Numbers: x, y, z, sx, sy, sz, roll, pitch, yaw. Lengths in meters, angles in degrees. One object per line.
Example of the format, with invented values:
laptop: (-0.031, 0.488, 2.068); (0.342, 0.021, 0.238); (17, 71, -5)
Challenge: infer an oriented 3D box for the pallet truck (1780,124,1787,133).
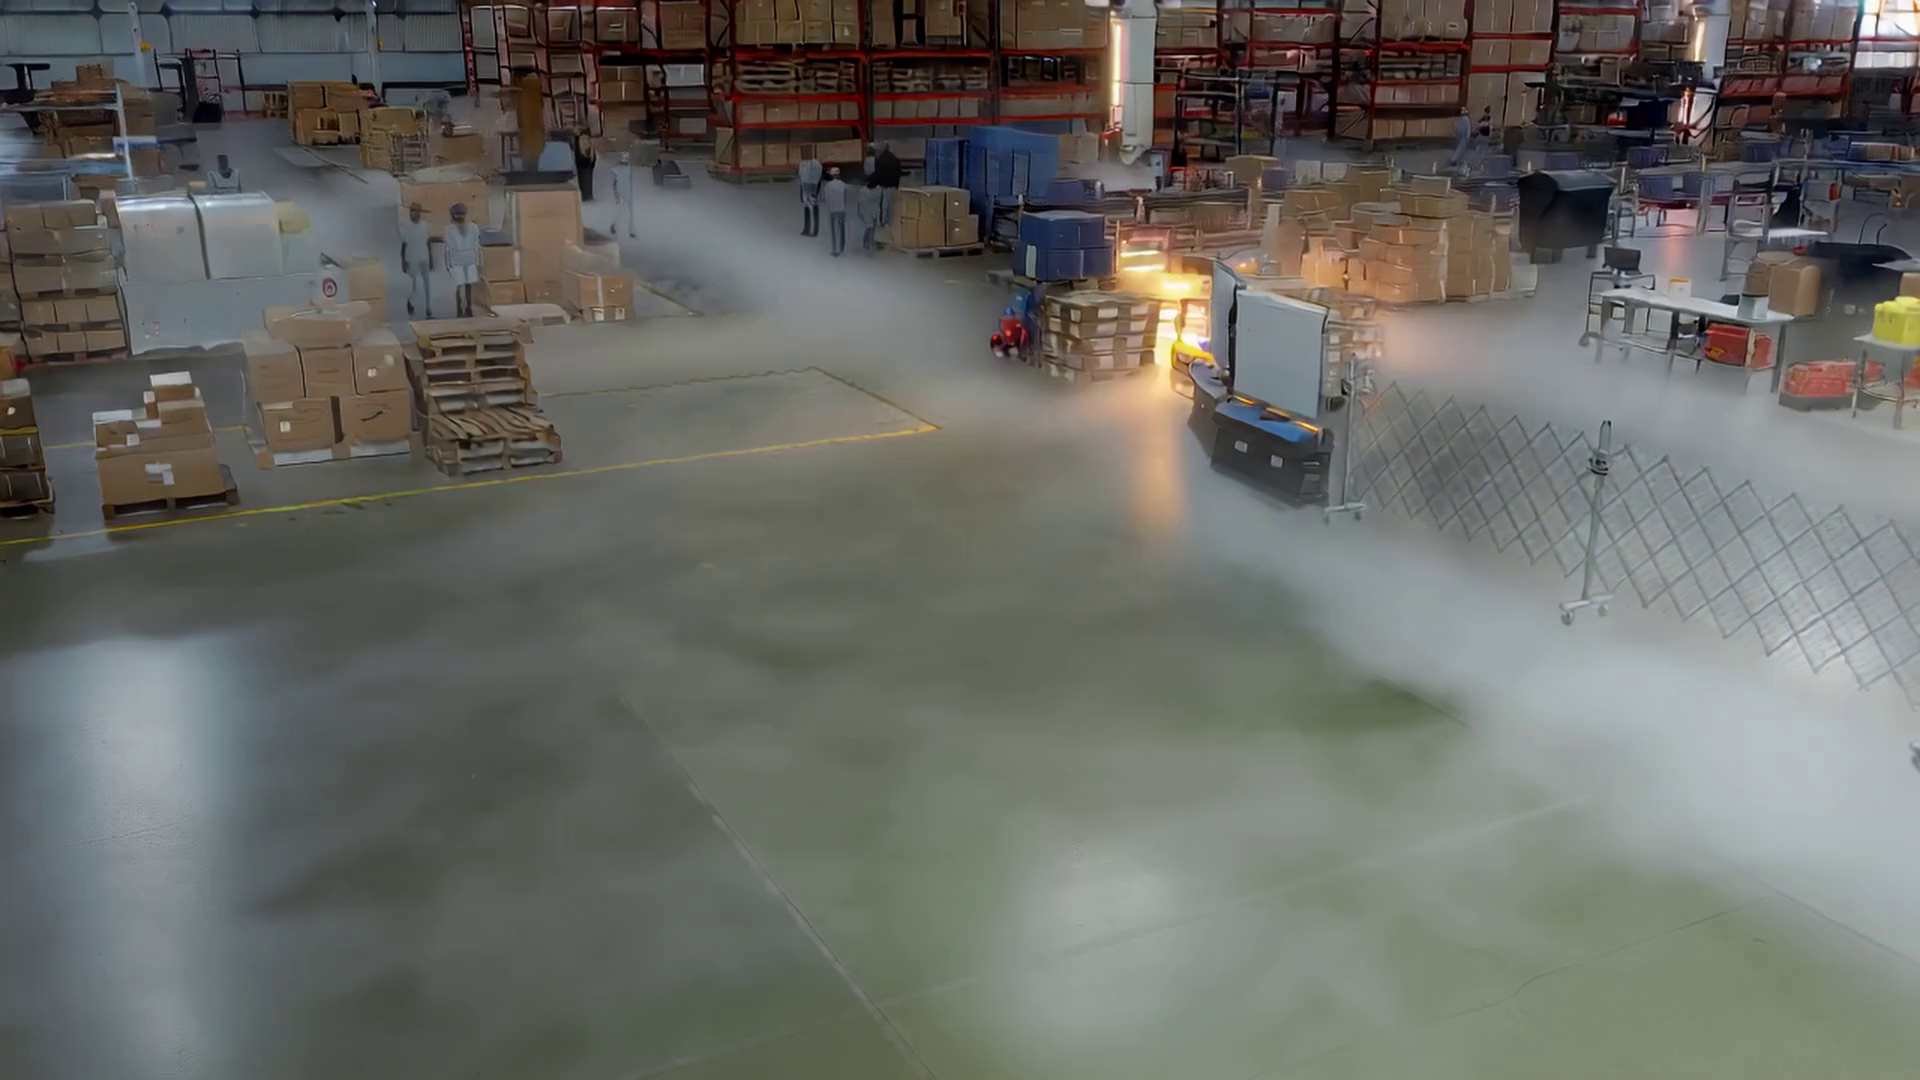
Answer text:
pallet truck: (25.206, -12.542, 52.601); (1.601, 1.201, 0.680); (0, 18, -2)

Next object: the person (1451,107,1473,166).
person: (15.589, -12.539, 51.701); (0.940, 1.790, 0.591); (-11, 21, -32)

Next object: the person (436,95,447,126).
person: (-19.248, -15.704, 61.824); (0.516, 1.626, 0.369); (6, 19, 18)

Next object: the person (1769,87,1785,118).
person: (30.387, -15.865, 61.869); (0.926, 1.909, 0.542); (-9, 20, -27)

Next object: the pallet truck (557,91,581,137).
pallet truck: (-13.495, -14.412, 57.188); (0.823, 1.965, 1.885); (-3, 18, -9)

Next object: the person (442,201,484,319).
person: (-7.658, -4.272, 25.698); (0.542, 1.919, 0.504); (-10, 21, -30)

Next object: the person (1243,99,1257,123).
person: (11.576, -17.350, 66.530); (1.043, 1.878, 0.661); (-3, 18, -11)

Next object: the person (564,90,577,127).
person: (-14.384, -15.686, 61.413); (0.429, 1.841, 0.633); (8, 20, 24)

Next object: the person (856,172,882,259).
person: (-1.745, -6.341, 32.540); (0.563, 1.666, 0.560); (-12, 21, -33)

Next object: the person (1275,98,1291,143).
person: (11.674, -15.278, 60.536); (0.850, 1.586, 0.518); (-11, 21, -30)

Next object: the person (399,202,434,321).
person: (-8.558, -4.395, 26.192); (0.540, 1.854, 0.587); (-13, 22, -35)

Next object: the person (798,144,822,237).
person: (-3.228, -7.478, 35.623); (0.613, 1.962, 0.361); (14, 22, 37)

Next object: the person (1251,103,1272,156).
person: (9.473, -12.803, 52.404); (0.672, 1.849, 1.010); (-6, 19, -17)

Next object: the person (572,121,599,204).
person: (-9.366, -9.452, 41.656); (0.537, 2.000, 0.679); (-15, 23, -39)

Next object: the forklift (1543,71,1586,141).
forklift: (18.685, -13.231, 52.085); (1.873, 2.768, 1.129); (-9, 20, -26)

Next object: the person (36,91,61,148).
person: (-31.851, -14.687, 58.140); (0.631, 1.940, 0.370); (-6, 19, -18)

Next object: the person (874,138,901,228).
person: (-1.615, -7.918, 36.991); (0.621, 1.967, 0.659); (2, 18, 6)

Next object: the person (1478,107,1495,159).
person: (16.920, -13.060, 53.484); (0.399, 1.686, 0.546); (-12, 22, -34)

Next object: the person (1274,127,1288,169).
person: (8.723, -10.467, 45.516); (0.589, 1.615, 0.512); (-3, 18, -10)

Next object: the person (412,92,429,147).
person: (-18.957, -14.788, 58.509); (0.603, 1.910, 0.390); (4, 18, 11)

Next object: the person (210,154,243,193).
person: (-14.868, -6.879, 33.872); (0.636, 1.885, 0.846); (-12, 21, -33)

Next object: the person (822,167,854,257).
person: (-2.423, -6.509, 32.985); (0.628, 1.728, 0.686); (-3, 18, -11)

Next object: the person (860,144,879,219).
person: (-2.035, -8.317, 38.637); (0.526, 1.719, 0.912); (6, 19, 19)

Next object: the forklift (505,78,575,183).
forklift: (-11.974, -11.561, 46.878); (1.873, 2.768, 1.129); (-9, 20, -26)

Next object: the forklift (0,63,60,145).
forklift: (-33.500, -15.620, 59.532); (1.873, 2.768, 1.129); (-9, 20, -26)

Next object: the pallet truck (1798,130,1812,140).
pallet truck: (25.526, -11.556, 49.408); (1.630, 1.274, 0.653); (-9, 20, -26)

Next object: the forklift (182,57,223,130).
forklift: (-30.624, -17.792, 66.301); (1.873, 2.768, 1.129); (-9, 20, -26)

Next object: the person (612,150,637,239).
person: (-7.190, -7.364, 35.445); (0.534, 1.854, 0.652); (-15, 23, -38)

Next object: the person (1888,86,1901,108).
person: (36.974, -17.083, 65.888); (0.315, 1.770, 0.524); (-4, 18, -11)

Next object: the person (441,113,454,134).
person: (-14.528, -11.190, 47.342); (0.426, 1.869, 0.621); (-15, 23, -38)
